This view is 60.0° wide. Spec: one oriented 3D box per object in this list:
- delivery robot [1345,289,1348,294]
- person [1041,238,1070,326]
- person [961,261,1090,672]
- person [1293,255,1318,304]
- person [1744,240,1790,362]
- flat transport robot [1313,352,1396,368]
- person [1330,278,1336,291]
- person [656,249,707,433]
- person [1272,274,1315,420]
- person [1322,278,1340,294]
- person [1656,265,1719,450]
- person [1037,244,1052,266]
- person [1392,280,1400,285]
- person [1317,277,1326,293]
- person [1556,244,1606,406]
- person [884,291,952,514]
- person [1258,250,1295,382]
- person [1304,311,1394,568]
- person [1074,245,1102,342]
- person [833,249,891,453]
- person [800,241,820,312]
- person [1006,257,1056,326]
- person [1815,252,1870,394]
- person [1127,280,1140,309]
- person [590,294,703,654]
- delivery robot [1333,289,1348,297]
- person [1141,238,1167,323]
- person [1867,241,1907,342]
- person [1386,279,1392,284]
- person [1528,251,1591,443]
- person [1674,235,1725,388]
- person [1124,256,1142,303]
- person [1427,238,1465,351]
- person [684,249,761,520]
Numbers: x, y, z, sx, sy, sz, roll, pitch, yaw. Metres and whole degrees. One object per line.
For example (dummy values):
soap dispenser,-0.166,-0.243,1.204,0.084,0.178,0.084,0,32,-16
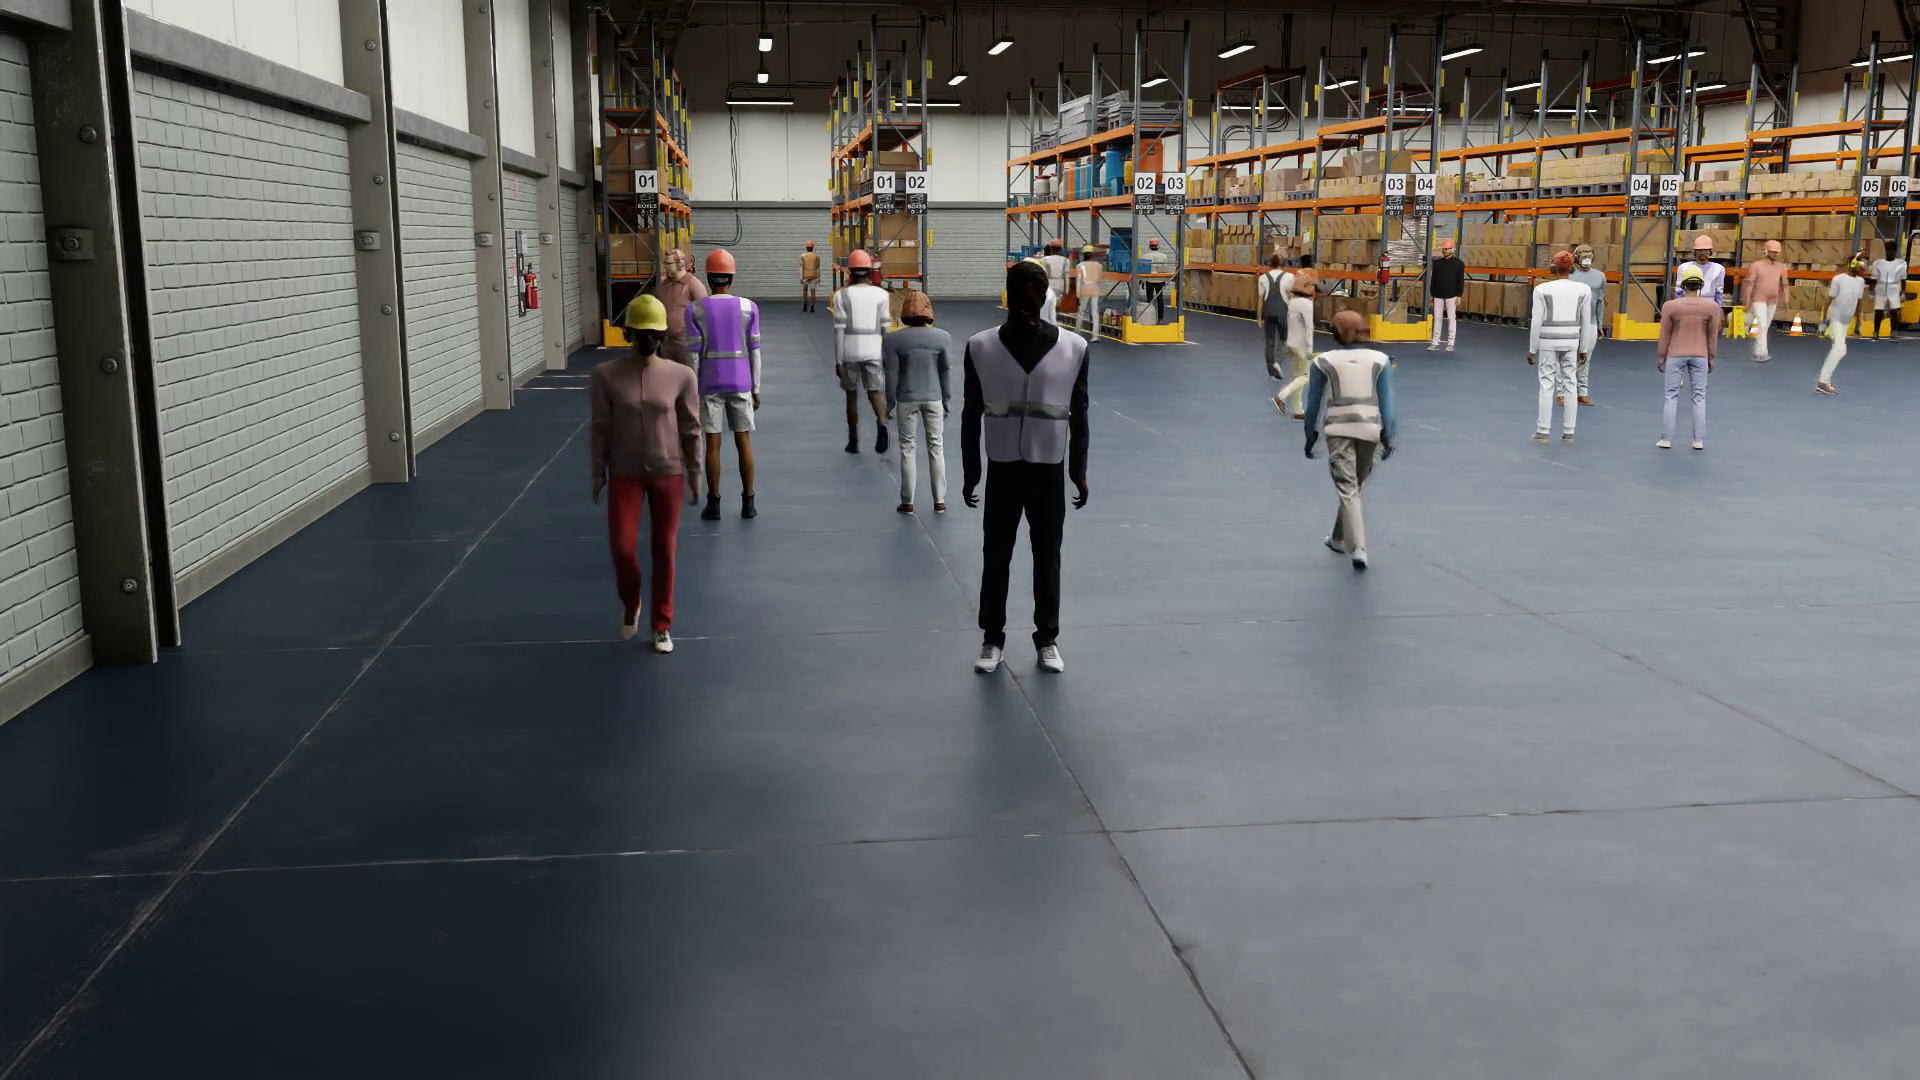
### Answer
delivery robot,11.540,-7.264,49.234,0.707,0.478,0.477,-7,13,-36
person,1.906,-5.043,33.351,0.607,2.007,1.018,-3,11,-15
person,0.304,-0.334,7.769,0.597,1.915,0.370,0,10,0
person,6.850,-4.843,33.152,0.543,1.675,0.560,-5,11,-26
person,13.103,-3.843,26.862,0.653,1.960,0.889,-1,10,-4
flat transport robot,5.903,-2.755,25.550,1.431,0.197,0.652,10,14,44
person,11.296,-8.154,50.636,0.402,1.924,0.630,8,13,38
person,-2.893,-2.024,17.065,0.650,1.904,0.401,7,13,35
person,3.697,-2.107,18.279,0.479,1.617,0.522,-2,11,-12
person,10.026,-7.175,45.285,0.621,1.911,0.609,-3,11,-17
person,6.968,-1.746,15.954,0.522,1.759,0.350,3,11,15
person,1.893,-5.468,36.036,0.521,1.873,0.335,-2,10,-9
person,13.145,-8.019,50.124,0.889,1.833,0.674,0,10,1
person,9.378,-6.919,43.807,0.548,1.938,0.358,-2,11,-12
person,7.445,-2.577,20.001,0.635,1.938,0.359,-1,10,-8
person,-0.306,-1.000,12.196,0.501,1.631,0.285,-2,10,-9
person,4.429,-3.125,23.281,0.534,1.836,0.416,4,11,22
person,2.427,-0.633,10.358,0.521,1.568,0.928,0,10,-2
person,2.476,-4.759,32.176,0.579,1.861,1.038,-3,11,-16
person,-0.893,-1.721,15.392,0.550,1.918,0.748,-4,11,-19
person,-4.058,-7.115,44.970,0.561,1.906,0.842,-1,10,-8
person,0.817,-2.265,18.671,0.602,1.811,0.752,-3,11,-17
person,11.385,-2.789,21.470,0.529,1.829,0.498,-5,12,-26
person,4.389,-6.538,42.079,0.444,1.803,0.625,6,12,31
person,-1.511,-0.309,8.063,0.541,1.751,0.368,-2,11,-13
delivery robot,10.709,-6.857,47.003,0.477,0.478,0.707,-1,10,-6
person,4.560,-6.085,39.091,0.611,1.990,0.392,-1,10,-7
person,17.846,-4.773,32.049,0.644,1.939,0.478,8,13,37
person,12.269,-7.642,48.001,0.510,1.858,0.333,-5,11,-24
person,5.890,-1.887,16.369,0.583,1.882,0.338,0,10,1
person,9.923,-3.061,22.365,0.605,2.045,0.379,3,11,18
person,4.720,-7.176,45.582,0.615,1.796,0.876,2,10,9
person,8.638,-4.351,29.570,0.609,1.996,0.379,9,13,39
person,-1.699,-1.107,11.944,0.542,1.939,0.363,-3,11,-15
